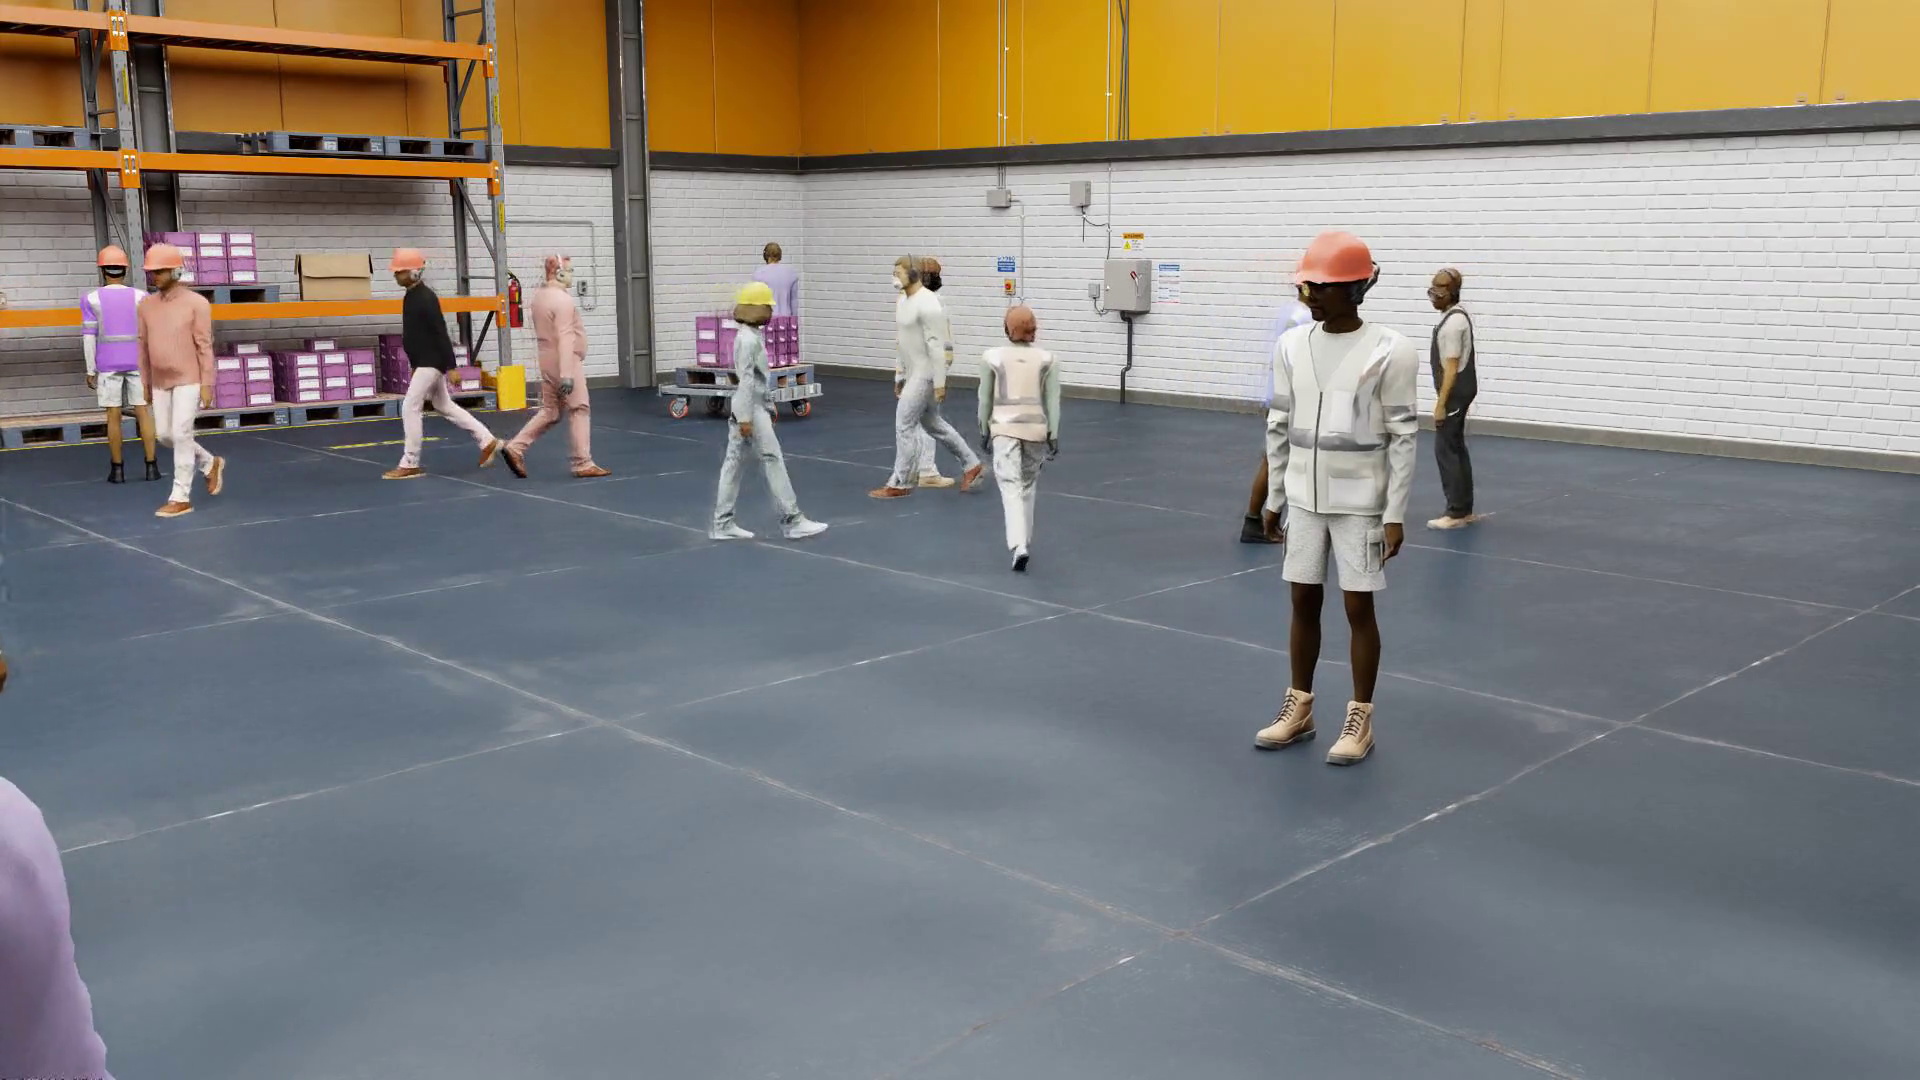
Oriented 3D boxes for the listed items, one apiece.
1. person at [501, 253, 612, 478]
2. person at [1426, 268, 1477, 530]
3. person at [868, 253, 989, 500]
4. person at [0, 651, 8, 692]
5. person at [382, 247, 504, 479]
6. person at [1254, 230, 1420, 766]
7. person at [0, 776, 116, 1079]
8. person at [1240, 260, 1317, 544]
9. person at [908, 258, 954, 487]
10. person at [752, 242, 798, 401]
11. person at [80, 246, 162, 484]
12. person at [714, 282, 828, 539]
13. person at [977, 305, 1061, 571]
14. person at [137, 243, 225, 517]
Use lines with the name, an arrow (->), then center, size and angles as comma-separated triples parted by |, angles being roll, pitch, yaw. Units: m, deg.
person -> -3.370, -1.427, 13.773 | 0.822, 1.883, 0.650 | -7, 13, -34
person -> 3.418, -0.972, 11.505 | 0.429, 1.801, 0.688 | 4, 11, 19
person -> -0.220, -1.262, 12.836 | 0.962, 1.902, 0.644 | -3, 11, -18
person -> -2.914, 0.259, 4.468 | 0.572, 1.914, 0.600 | 5, 11, 25
person -> -4.386, -1.502, 14.059 | 1.032, 1.942, 0.631 | -6, 12, -30
person -> 1.426, -0.153, 6.376 | 0.611, 2.040, 0.393 | 9, 14, 42
person -> -1.087, 0.810, 1.503 | 0.670, 1.907, 0.401 | -2, 11, -10
person -> 2.273, -0.901, 10.846 | 0.950, 1.890, 0.560 | 0, 10, 0
person -> -0.269, -1.353, 13.468 | 0.429, 1.844, 0.625 | -3, 11, -18
person -> -2.266, -2.669, 20.375 | 0.634, 1.937, 0.355 | -8, 13, -37
person -> -6.872, -1.432, 13.641 | 0.553, 1.933, 0.370 | -6, 12, -31
person -> -1.275, -0.846, 11.044 | 0.834, 1.705, 0.507 | -2, 11, -9
person -> 0.378, -0.630, 10.208 | 0.500, 1.600, 0.839 | -2, 11, -11
person -> -5.701, -1.183, 12.211 | 0.625, 1.969, 0.785 | 3, 11, 15
